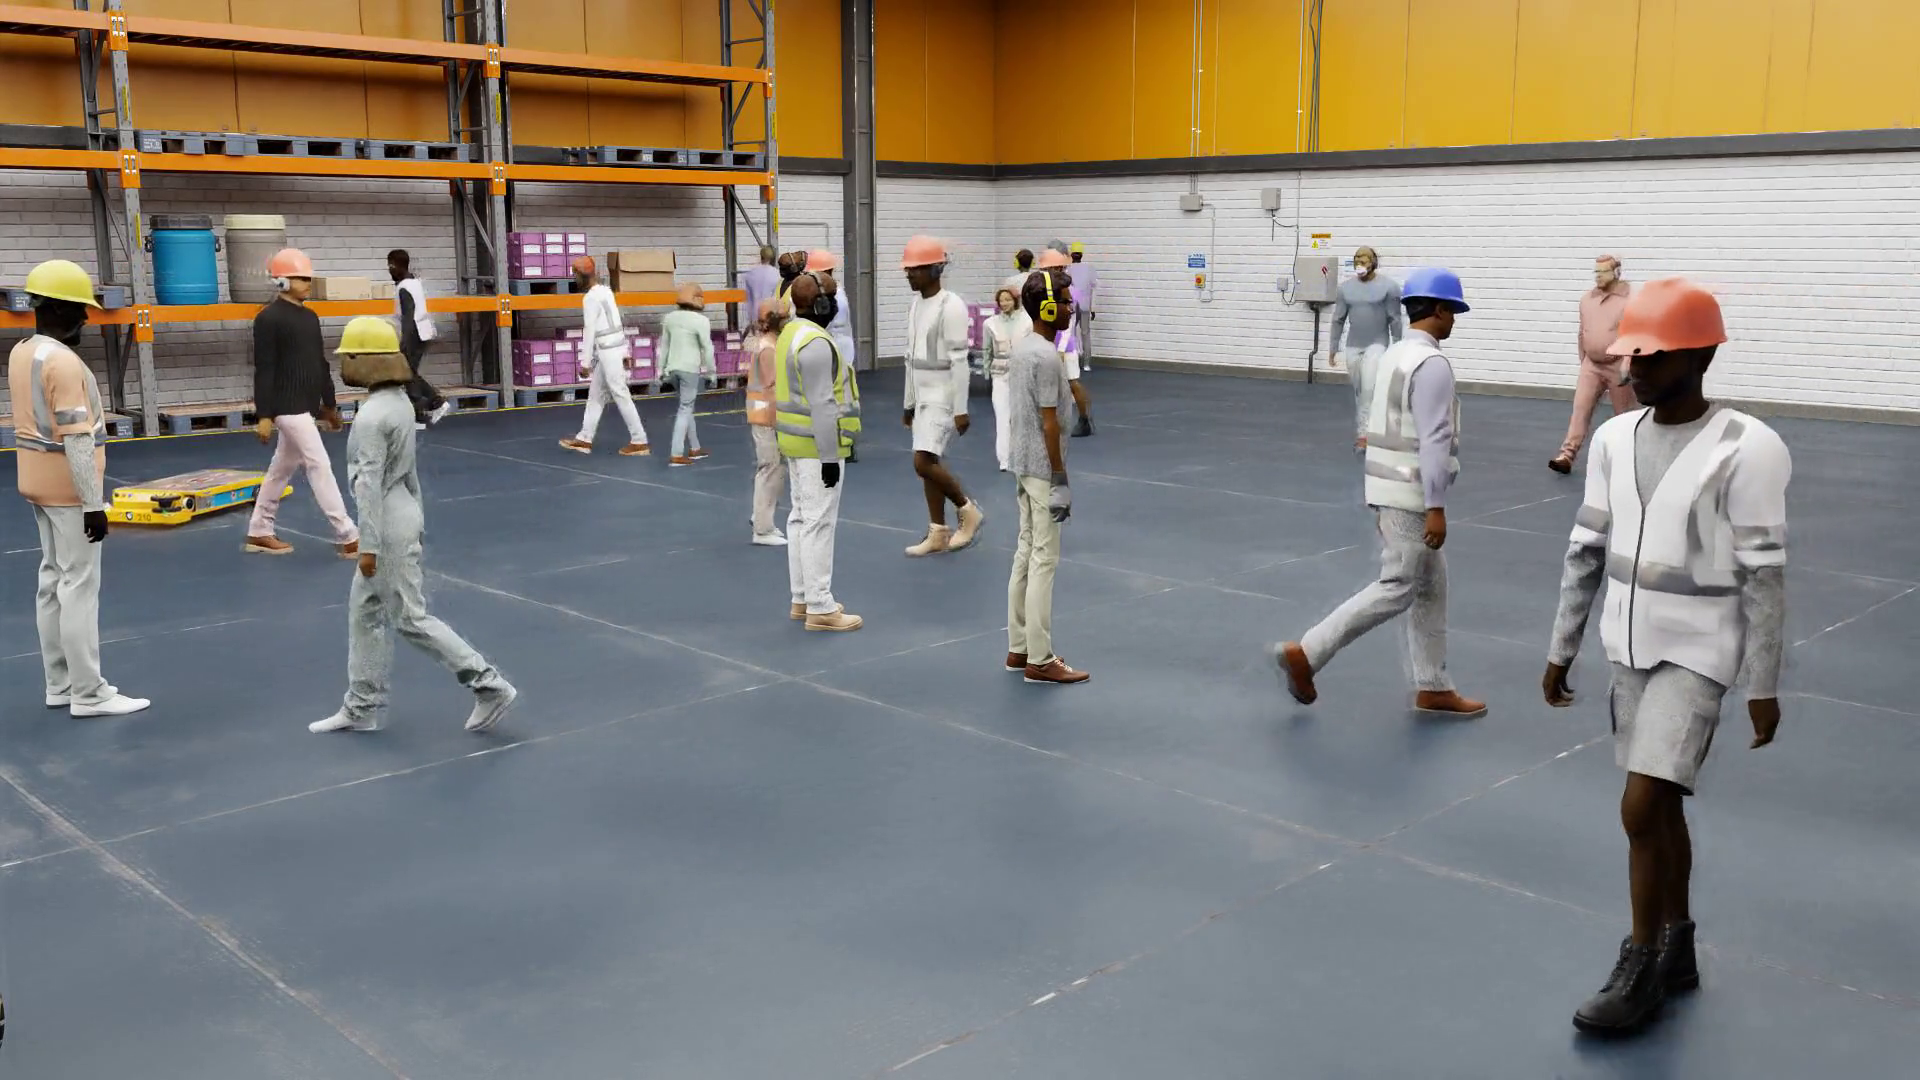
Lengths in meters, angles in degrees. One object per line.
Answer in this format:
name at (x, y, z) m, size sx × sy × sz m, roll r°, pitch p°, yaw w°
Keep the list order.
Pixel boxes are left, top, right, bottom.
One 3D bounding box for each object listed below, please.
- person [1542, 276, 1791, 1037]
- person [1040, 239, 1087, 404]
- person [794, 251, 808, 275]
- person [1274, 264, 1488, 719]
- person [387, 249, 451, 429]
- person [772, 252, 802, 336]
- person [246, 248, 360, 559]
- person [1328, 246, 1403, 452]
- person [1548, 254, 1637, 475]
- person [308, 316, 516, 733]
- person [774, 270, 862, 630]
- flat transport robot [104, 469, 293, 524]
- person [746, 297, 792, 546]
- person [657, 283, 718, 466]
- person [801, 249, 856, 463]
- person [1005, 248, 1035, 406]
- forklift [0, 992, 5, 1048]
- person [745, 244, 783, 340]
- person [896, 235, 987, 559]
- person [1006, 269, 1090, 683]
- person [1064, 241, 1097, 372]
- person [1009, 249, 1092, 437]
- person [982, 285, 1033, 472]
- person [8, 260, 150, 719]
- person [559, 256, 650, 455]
person at (1.724, 0.300, 4.243) m, size 0.697 × 1.912 × 0.583 m, roll -5°, pitch 11°, yaw -24°
person at (1.167, -2.567, 19.541) m, size 0.750 × 2.000 × 0.759 m, roll 5°, pitch 12°, yaw 26°
person at (-1.990, -2.668, 20.680) m, size 0.431 × 1.836 × 0.619 m, roll -7°, pitch 13°, yaw -34°
person at (1.781, -0.185, 6.916) m, size 0.841 × 1.911 × 0.631 m, roll 1°, pitch 10°, yaw 3°
person at (-5.645, -2.064, 17.229) m, size 0.458 × 1.882 × 0.661 m, roll -2°, pitch 11°, yaw -10°
person at (-1.823, -2.186, 18.028) m, size 0.429 × 1.837 × 0.621 m, roll -9°, pitch 14°, yaw -42°
person at (-4.110, -0.841, 10.416) m, size 1.014 × 1.940 × 0.637 m, roll 1°, pitch 10°, yaw 5°
person at (3.746, -1.774, 15.547) m, size 0.666 × 1.912 × 0.748 m, roll 8°, pitch 13°, yaw 37°
person at (5.409, -1.453, 13.972) m, size 0.974 × 1.855 × 0.654 m, roll -9°, pitch 14°, yaw -40°
person at (-2.224, -0.044, 6.677) m, size 0.807 × 1.710 × 0.495 m, roll -1°, pitch 10°, yaw -5°
person at (-0.728, -0.460, 8.587) m, size 0.429 × 1.846 × 0.633 m, roll -4°, pitch 11°, yaw -19°
flat transport robot at (-5.611, -0.336, 12.205) m, size 0.652 × 0.197 × 1.431 m, roll 2°, pitch 11°, yaw 12°
person at (-1.205, -0.761, 10.832) m, size 0.380 × 1.623 × 0.546 m, roll -1°, pitch 10°, yaw -3°
person at (-2.390, -1.475, 14.779) m, size 0.528 × 1.596 × 0.731 m, roll 7°, pitch 12°, yaw 32°
person at (-1.153, -1.599, 14.650) m, size 0.529 × 1.903 × 0.552 m, roll -5°, pitch 12°, yaw -26°
person at (0.774, -2.490, 19.592) m, size 0.532 × 1.870 × 0.316 m, roll -2°, pitch 11°, yaw -13°
forklift at (-3.245, 0.323, 3.363) m, size 2.313 × 2.155 × 1.214 m, roll 2°, pitch 11°, yaw 13°
person at (-2.451, -2.744, 20.861) m, size 0.634 × 1.920 × 0.599 m, roll 6°, pitch 12°, yaw 30°
person at (-0.163, -0.878, 10.361) m, size 0.487 × 2.021 × 0.616 m, roll -5°, pitch 12°, yaw -26°
person at (0.385, -0.288, 7.578) m, size 0.328 × 1.873 × 0.521 m, roll -3°, pitch 11°, yaw -16°
person at (1.731, -3.451, 24.670) m, size 0.585 × 1.928 × 0.379 m, roll -1°, pitch 10°, yaw -5°
person at (0.951, -1.930, 16.500) m, size 0.992 × 1.884 × 0.563 m, roll -8°, pitch 13°, yaw -37°
person at (0.452, -1.437, 14.574) m, size 0.510 × 1.601 × 0.860 m, roll 0°, pitch 10°, yaw 2°
person at (-3.744, -0.208, 7.005) m, size 0.585 × 1.921 × 0.373 m, roll 10°, pitch 14°, yaw 42°
person at (-3.312, -1.667, 15.197) m, size 0.944 × 1.824 × 0.621 m, roll 0°, pitch 10°, yaw -1°
